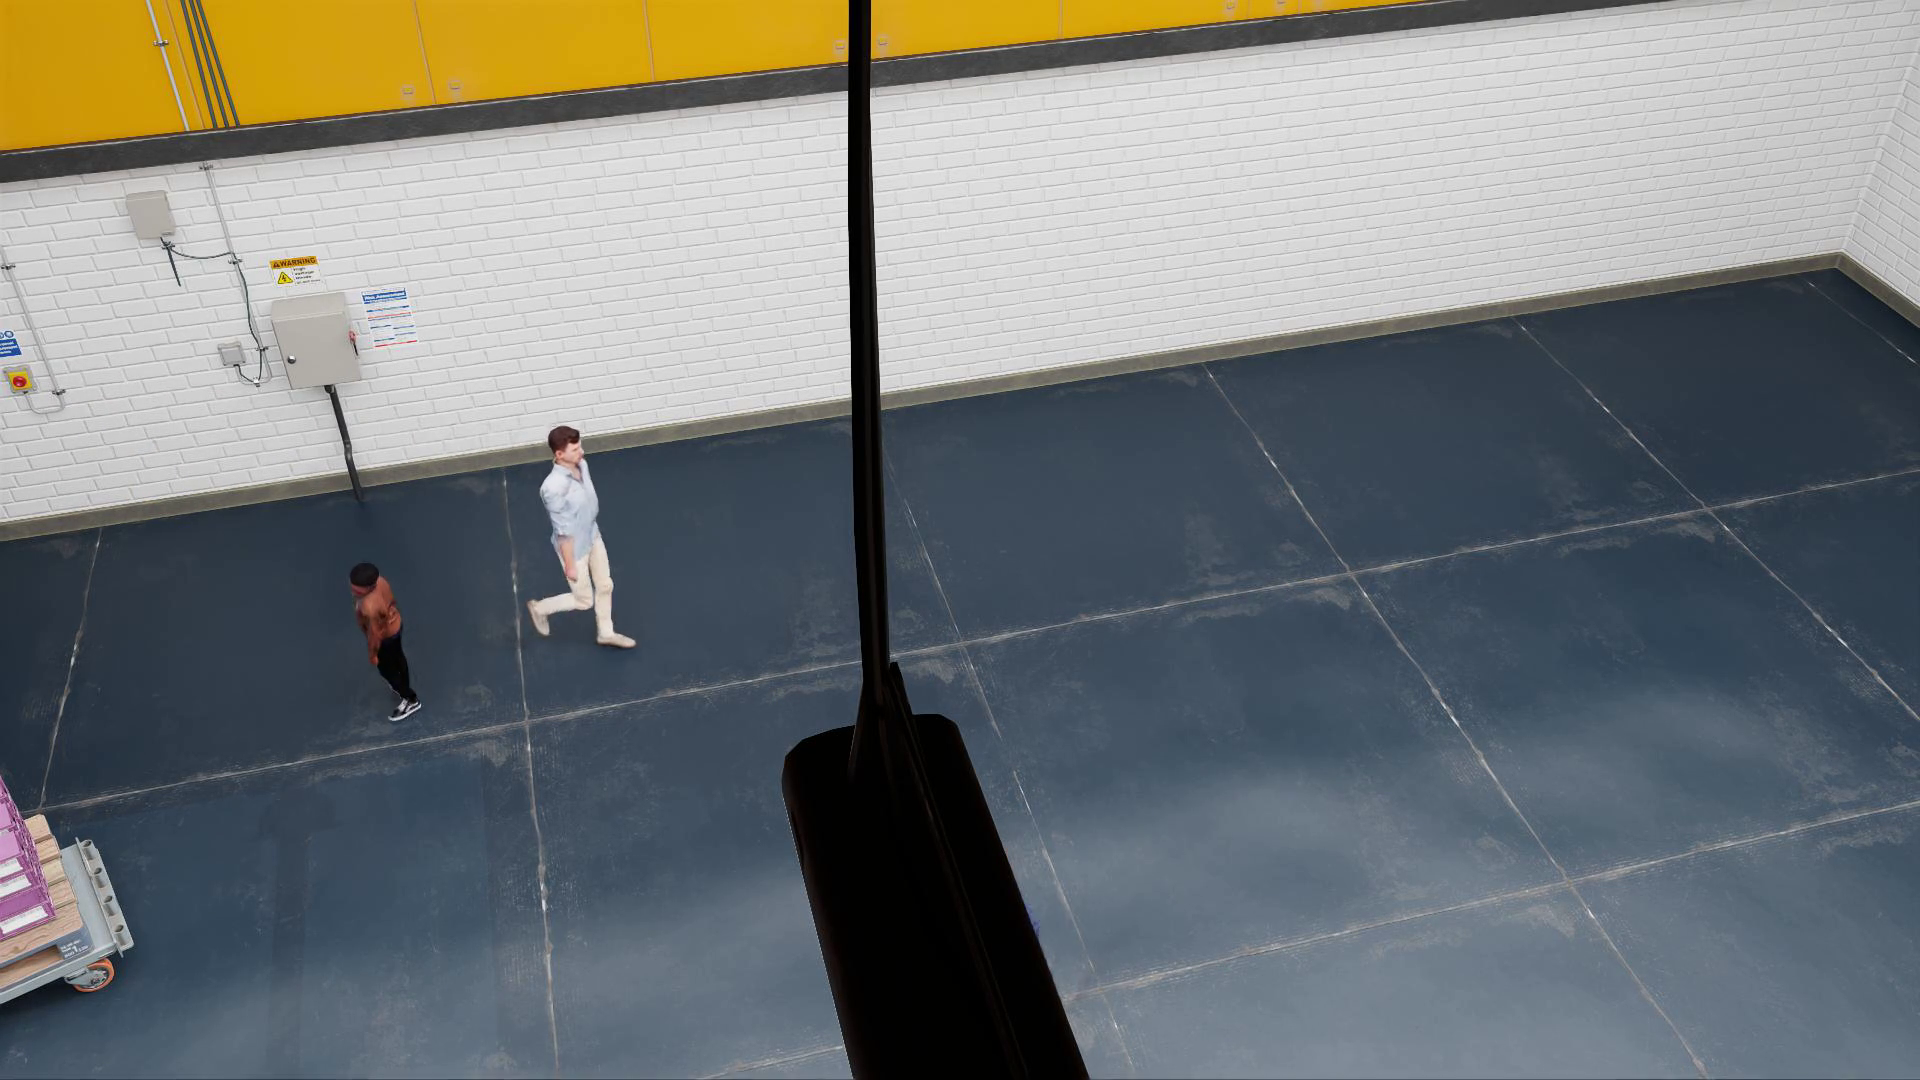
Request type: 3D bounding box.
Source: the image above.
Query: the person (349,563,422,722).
[{"bbox_3d":[-3.733,0.588,10.809,0.690,1.239,0.525,10,40,13],"label":"person"}]

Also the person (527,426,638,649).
[{"bbox_3d":[-2.620,0.022,11.047,0.989,1.827,1.000,10,40,13],"label":"person"}]
